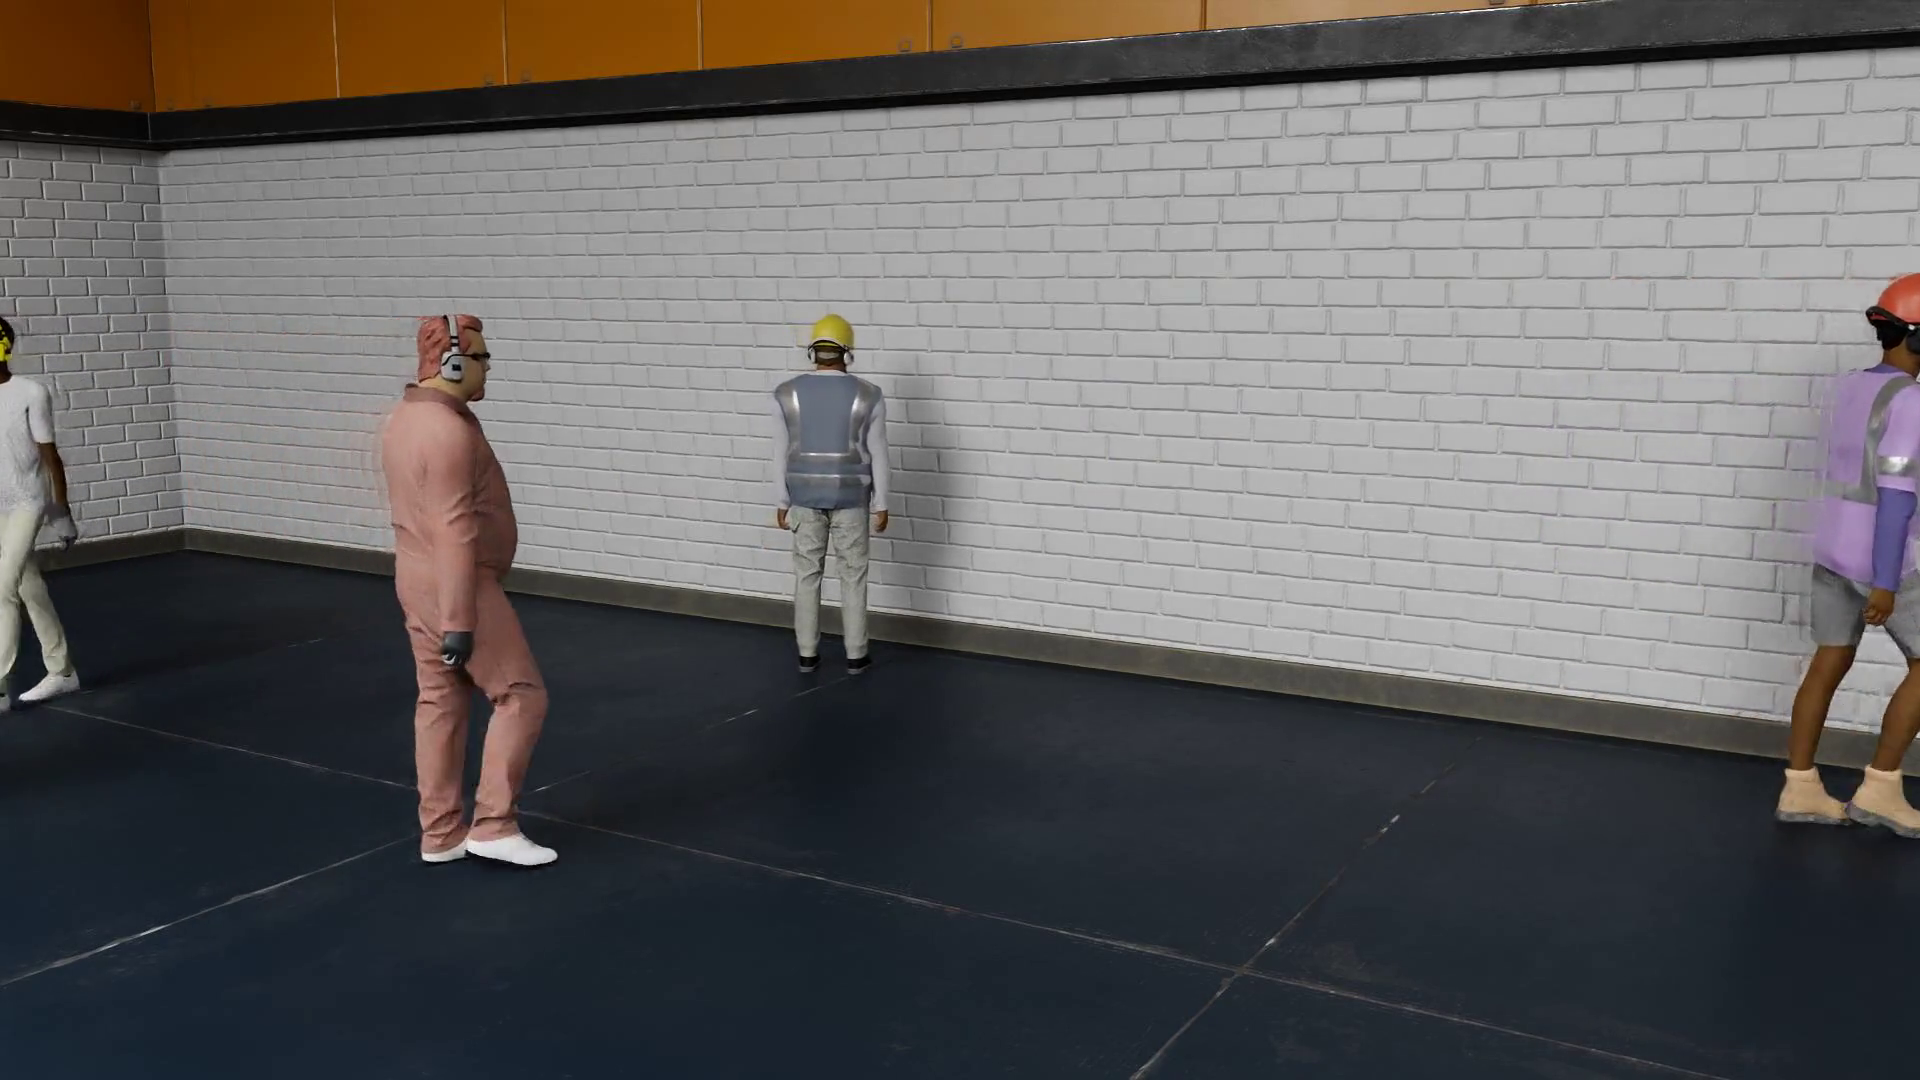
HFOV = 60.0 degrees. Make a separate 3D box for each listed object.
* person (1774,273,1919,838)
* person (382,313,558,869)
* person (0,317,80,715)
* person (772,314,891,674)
[{"bbox_3d":[3.330,0.063,5.985,0.663,2.017,0.625,0,9,0],"label":"person"},{"bbox_3d":[-1.629,0.183,5.646,0.556,1.890,0.655,-6,11,-34],"label":"person"},{"bbox_3d":[-4.439,-0.108,7.633,0.551,1.834,0.859,4,10,23],"label":"person"},{"bbox_3d":[-0.642,-0.219,8.388,0.596,1.820,0.404,1,9,4],"label":"person"}]
